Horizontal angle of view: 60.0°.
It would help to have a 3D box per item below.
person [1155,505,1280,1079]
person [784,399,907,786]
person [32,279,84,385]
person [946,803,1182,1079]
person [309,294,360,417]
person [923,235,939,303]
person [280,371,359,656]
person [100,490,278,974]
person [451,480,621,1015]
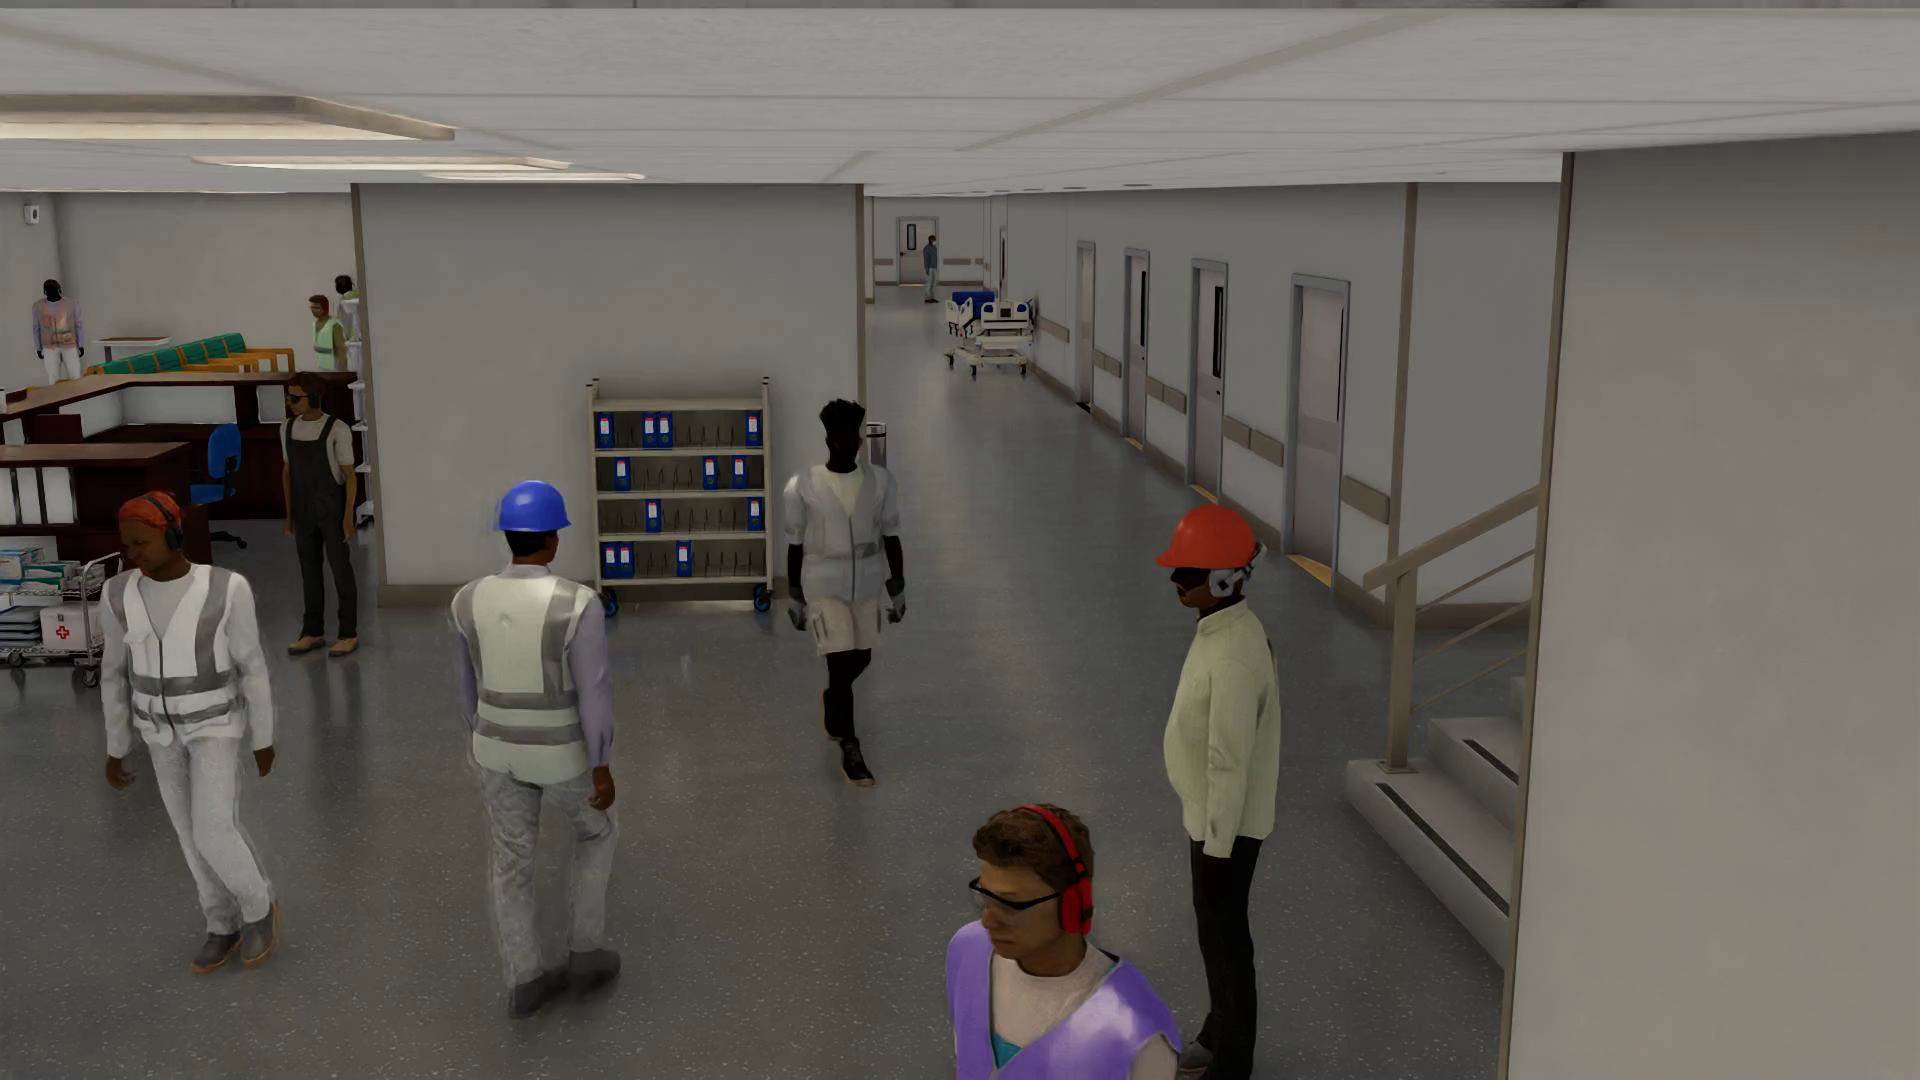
[{"bbox_3d":[0.802,0.866,5.274,0.401,1.989,0.616,1,12,6],"label":"person"},{"bbox_3d":[-0.608,0.215,8.583,0.618,1.934,0.933,-5,12,-22],"label":"person"},{"bbox_3d":[-12.441,-2.679,22.976,0.629,1.837,0.429,-4,12,-19],"label":"person"},{"bbox_3d":[0.183,1.367,3.186,0.376,1.836,0.566,-9,15,-38],"label":"person"},{"bbox_3d":[-7.476,-2.057,20.004,0.598,1.808,0.793,9,15,38],"label":"person"},{"bbox_3d":[-0.827,-7.703,47.284,0.375,1.932,0.629,6,13,28],"label":"person"},{"bbox_3d":[-4.102,-0.166,10.656,0.505,1.842,0.346,3,12,14],"label":"person"},{"bbox_3d":[-2.879,0.732,6.223,0.587,1.866,0.458,1,12,6],"label":"person"},{"bbox_3d":[-1.488,0.732,6.047,0.645,1.926,0.612,3,12,16],"label":"person"}]
